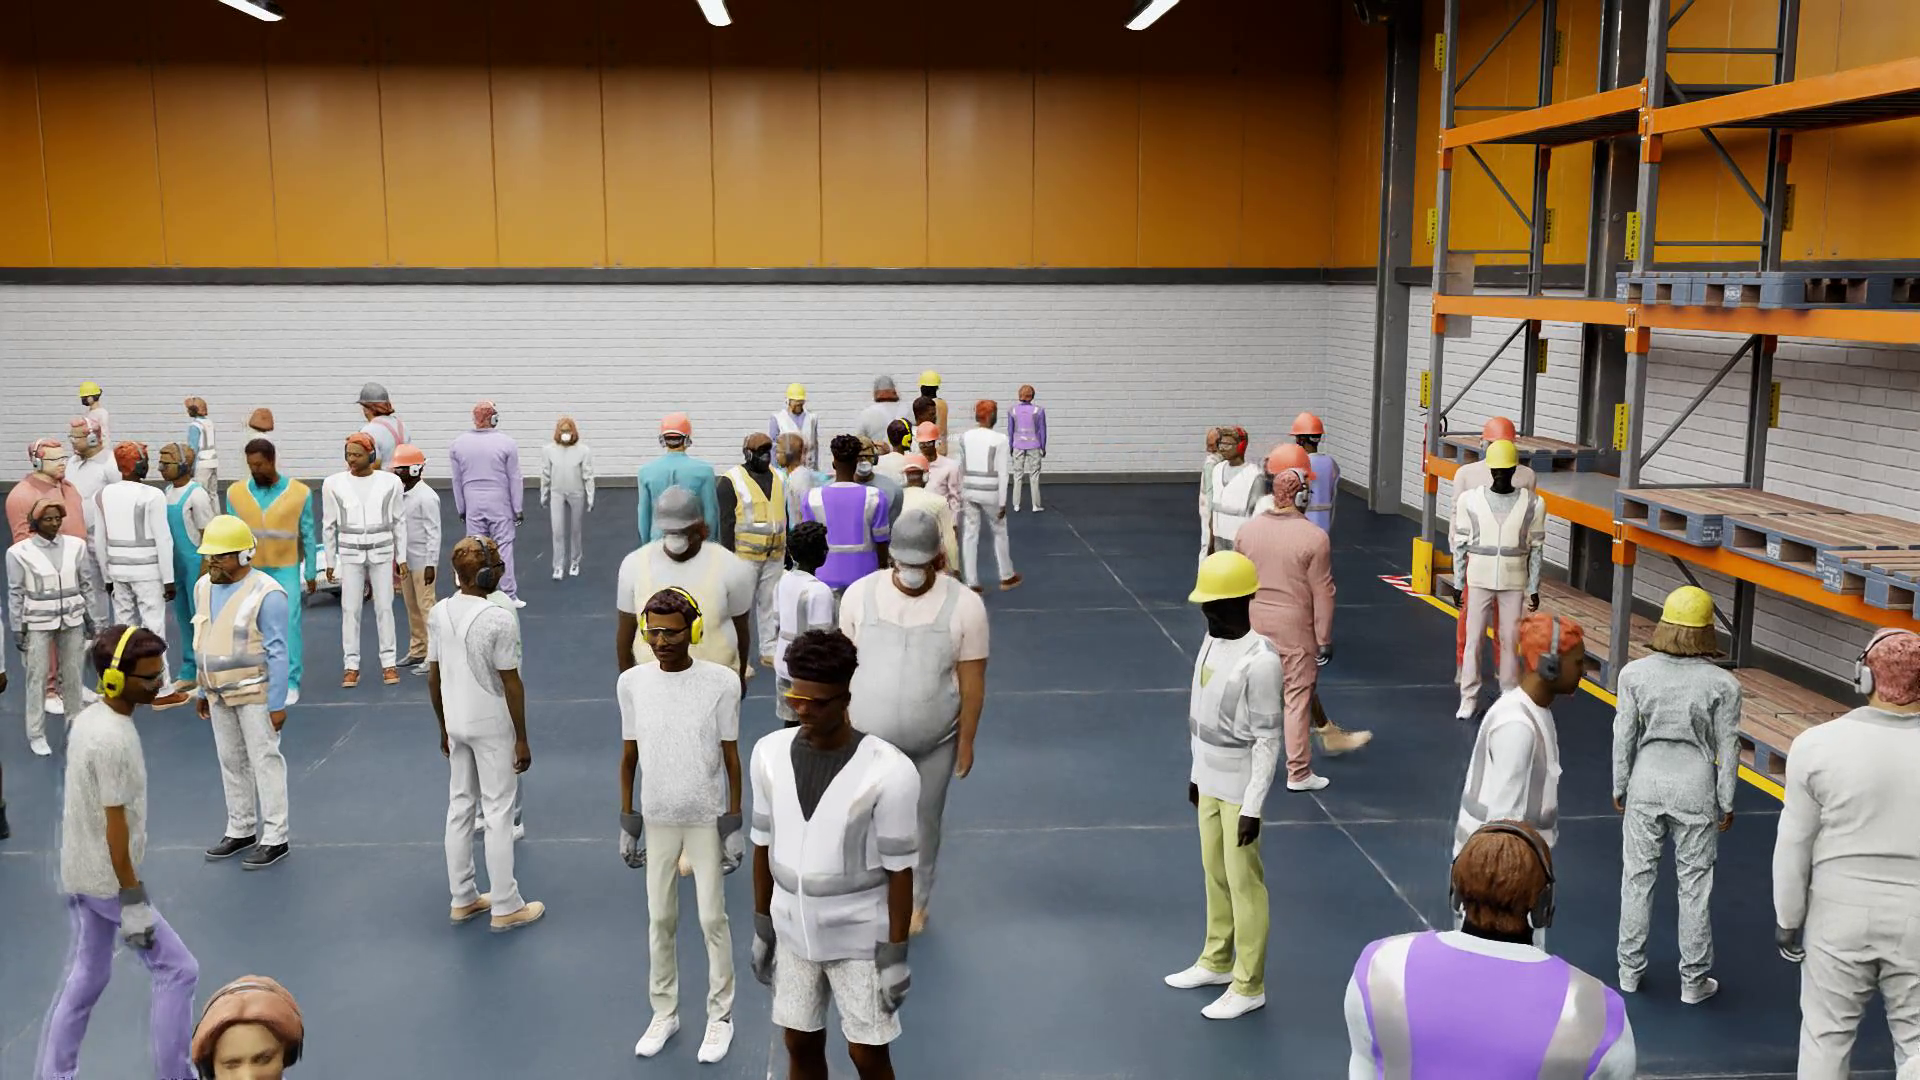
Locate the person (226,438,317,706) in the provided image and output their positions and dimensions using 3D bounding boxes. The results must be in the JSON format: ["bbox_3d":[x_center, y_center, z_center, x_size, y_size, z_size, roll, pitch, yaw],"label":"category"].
[{"bbox_3d":[-4.904,0.193,11.917,0.597,1.895,0.761,-1,9,-8],"label":"person"}]

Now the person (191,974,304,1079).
[{"bbox_3d":[-1.408,1.675,3.401,0.525,1.637,0.307,-3,9,-17],"label":"person"}]

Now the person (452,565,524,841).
[{"bbox_3d":[-2.528,0.811,8.840,0.507,1.631,0.270,7,11,36],"label":"person"}]

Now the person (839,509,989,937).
[{"bbox_3d":[-0.228,0.836,7.408,0.698,2.000,0.742,1,9,4],"label":"person"}]

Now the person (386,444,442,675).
[{"bbox_3d":[-4.159,0.142,12.666,0.332,1.749,0.573,-9,12,-43],"label":"person"}]

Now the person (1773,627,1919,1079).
[{"bbox_3d":[2.997,1.226,5.425,0.648,1.900,0.401,4,10,22],"label":"person"}]

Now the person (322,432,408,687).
[{"bbox_3d":[-4.377,0.142,12.258,0.585,1.882,0.340,-3,10,-19],"label":"person"}]

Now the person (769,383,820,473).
[{"bbox_3d":[-1.844,-0.853,18.677,0.600,1.827,0.404,-5,10,-29],"label":"person"}]

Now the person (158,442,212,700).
[{"bbox_3d":[-5.523,0.220,11.889,0.505,1.847,0.347,7,11,37],"label":"person"}]

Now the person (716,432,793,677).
[{"bbox_3d":[-1.528,0.102,12.634,0.621,1.847,0.429,-8,12,-41],"label":"person"}]

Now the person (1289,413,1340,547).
[{"bbox_3d":[2.784,-0.057,13.367,0.541,1.929,0.382,-6,11,-34],"label":"person"}]

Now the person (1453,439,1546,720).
[{"bbox_3d":[3.639,0.278,11.268,0.589,1.927,0.369,3,9,16],"label":"person"}]

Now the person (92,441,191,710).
[{"bbox_3d":[-5.718,0.251,11.579,0.575,1.882,0.361,2,9,14],"label":"person"}]

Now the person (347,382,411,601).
[{"bbox_3d":[-5.443,-0.459,15.538,0.536,2.000,0.688,2,9,10],"label":"person"}]

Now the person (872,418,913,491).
[{"bbox_3d":[-0.499,-0.065,13.606,0.532,1.868,0.310,6,11,32],"label":"person"}]

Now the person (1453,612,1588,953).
[{"bbox_3d":[1.854,1.160,5.986,0.670,1.855,0.600,5,10,28],"label":"person"}]

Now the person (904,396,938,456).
[{"bbox_3d":[-0.378,-0.371,15.378,0.374,1.915,0.597,0,9,-3],"label":"person"}]

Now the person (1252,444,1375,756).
[{"bbox_3d":[2.089,0.394,10.327,0.973,1.986,0.608,0,9,-1],"label":"person"}]

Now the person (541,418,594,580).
[{"bbox_3d":[-3.897,-0.401,16.498,0.535,1.599,0.778,-1,9,-7],"label":"person"}]

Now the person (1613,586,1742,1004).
[{"bbox_3d":[2.993,1.054,6.972,0.492,1.742,0.324,6,11,32],"label":"person"}]

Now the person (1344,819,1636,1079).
[{"bbox_3d":[1.173,1.526,3.749,0.619,1.836,0.431,5,10,27],"label":"person"}]

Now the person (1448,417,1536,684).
[{"bbox_3d":[3.928,0.083,12.281,0.622,1.992,0.388,1,9,4],"label":"person"}]

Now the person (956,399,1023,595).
[{"bbox_3d":[0.274,-0.414,15.815,0.593,1.852,0.857,5,10,27],"label":"person"}]

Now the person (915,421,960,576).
[{"bbox_3d":[-0.279,-0.168,14.606,0.563,1.753,0.327,2,9,15],"label":"person"}]

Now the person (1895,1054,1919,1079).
[{"bbox_3d":[1.868,1.619,3.106,0.345,1.846,0.508,-2,9,-14],"label":"person"}]

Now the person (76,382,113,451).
[{"bbox_3d":[-10.354,-1.018,19.944,0.523,1.759,0.337,7,11,37],"label":"person"}]

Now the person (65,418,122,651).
[{"bbox_3d":[-6.875,-0.024,13.236,0.646,1.904,0.401,4,10,24],"label":"person"}]

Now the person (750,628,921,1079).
[{"bbox_3d":[-0.406,1.228,5.224,0.600,1.958,0.377,5,10,27],"label":"person"}]

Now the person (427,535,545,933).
[{"bbox_3d":[-2.204,0.889,7.686,0.514,1.844,0.333,4,10,26],"label":"person"}]

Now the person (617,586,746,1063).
[{"bbox_3d":[-1.072,1.089,6.406,0.501,1.862,0.328,1,9,6],"label":"person"}]

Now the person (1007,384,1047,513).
[{"bbox_3d":[0.855,-1.160,21.205,0.513,1.638,0.307,2,9,14],"label":"person"}]

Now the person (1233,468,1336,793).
[{"bbox_3d":[1.926,0.523,9.794,0.655,1.906,0.407,9,12,43],"label":"person"}]

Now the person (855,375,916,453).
[{"bbox_3d":[-0.804,-0.780,17.558,0.700,2.000,0.855,-4,10,-22],"label":"person"}]

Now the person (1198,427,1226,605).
[{"bbox_3d":[2.347,-0.221,15.297,0.311,1.641,0.523,3,9,16],"label":"person"}]

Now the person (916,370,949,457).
[{"bbox_3d":[-0.331,-1.000,19.285,0.360,1.930,0.587,3,10,19],"label":"person"}]

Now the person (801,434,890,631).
[{"bbox_3d":[-0.768,0.259,11.266,0.607,1.966,0.367,-1,9,-4],"label":"person"}]

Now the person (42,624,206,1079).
[{"bbox_3d":[-2.912,1.193,5.849,0.776,1.822,0.607,-5,11,-31],"label":"person"}]

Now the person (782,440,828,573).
[{"bbox_3d":[-1.363,-0.031,13.916,0.545,1.710,0.879,-2,9,-11],"label":"person"}]

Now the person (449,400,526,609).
[{"bbox_3d":[-4.229,-0.302,14.978,0.642,1.909,0.408,1,9,5],"label":"person"}]

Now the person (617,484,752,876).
[{"bbox_3d":[-1.422,0.628,8.713,0.683,2.000,0.955,1,9,5],"label":"person"}]

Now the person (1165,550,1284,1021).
[{"bbox_3d":[1.094,0.989,6.813,0.369,1.925,0.586,-3,10,-18],"label":"person"}]

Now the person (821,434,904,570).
[{"bbox_3d":[-0.678,0.232,11.520,0.638,1.938,0.356,-3,10,-20],"label":"person"}]

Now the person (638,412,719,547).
[{"bbox_3d":[-2.135,0.020,12.683,0.618,1.991,0.389,1,9,4],"label":"person"}]

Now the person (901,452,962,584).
[{"bbox_3d":[-0.331,0.196,12.503,0.615,1.700,0.847,5,11,31],"label":"person"}]

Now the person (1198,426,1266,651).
[{"bbox_3d":[2.178,0.019,13.148,0.382,1.845,0.571,-6,11,-31],"label":"person"}]

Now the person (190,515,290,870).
[{"bbox_3d":[-3.680,0.770,8.516,0.597,1.828,0.403,5,10,27],"label":"person"}]

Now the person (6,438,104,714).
[{"bbox_3d":[-6.269,0.241,11.565,0.408,1.906,0.652,1,9,5],"label":"person"}]

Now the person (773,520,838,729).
[{"bbox_3d":[-0.841,0.733,9.129,0.322,1.697,0.536,-6,11,-32],"label":"person"}]

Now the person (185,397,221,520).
[{"bbox_3d":[-8.699,-0.829,19.156,0.326,1.630,0.531,-1,9,-5],"label":"person"}]

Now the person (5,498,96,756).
[{"bbox_3d":[-5.741,0.543,10.526,0.314,1.632,0.517,7,11,36],"label":"person"}]

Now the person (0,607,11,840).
[{"bbox_3d":[-5.377,0.669,8.826,0.550,1.928,0.388,-5,10,-30],"label":"person"}]
